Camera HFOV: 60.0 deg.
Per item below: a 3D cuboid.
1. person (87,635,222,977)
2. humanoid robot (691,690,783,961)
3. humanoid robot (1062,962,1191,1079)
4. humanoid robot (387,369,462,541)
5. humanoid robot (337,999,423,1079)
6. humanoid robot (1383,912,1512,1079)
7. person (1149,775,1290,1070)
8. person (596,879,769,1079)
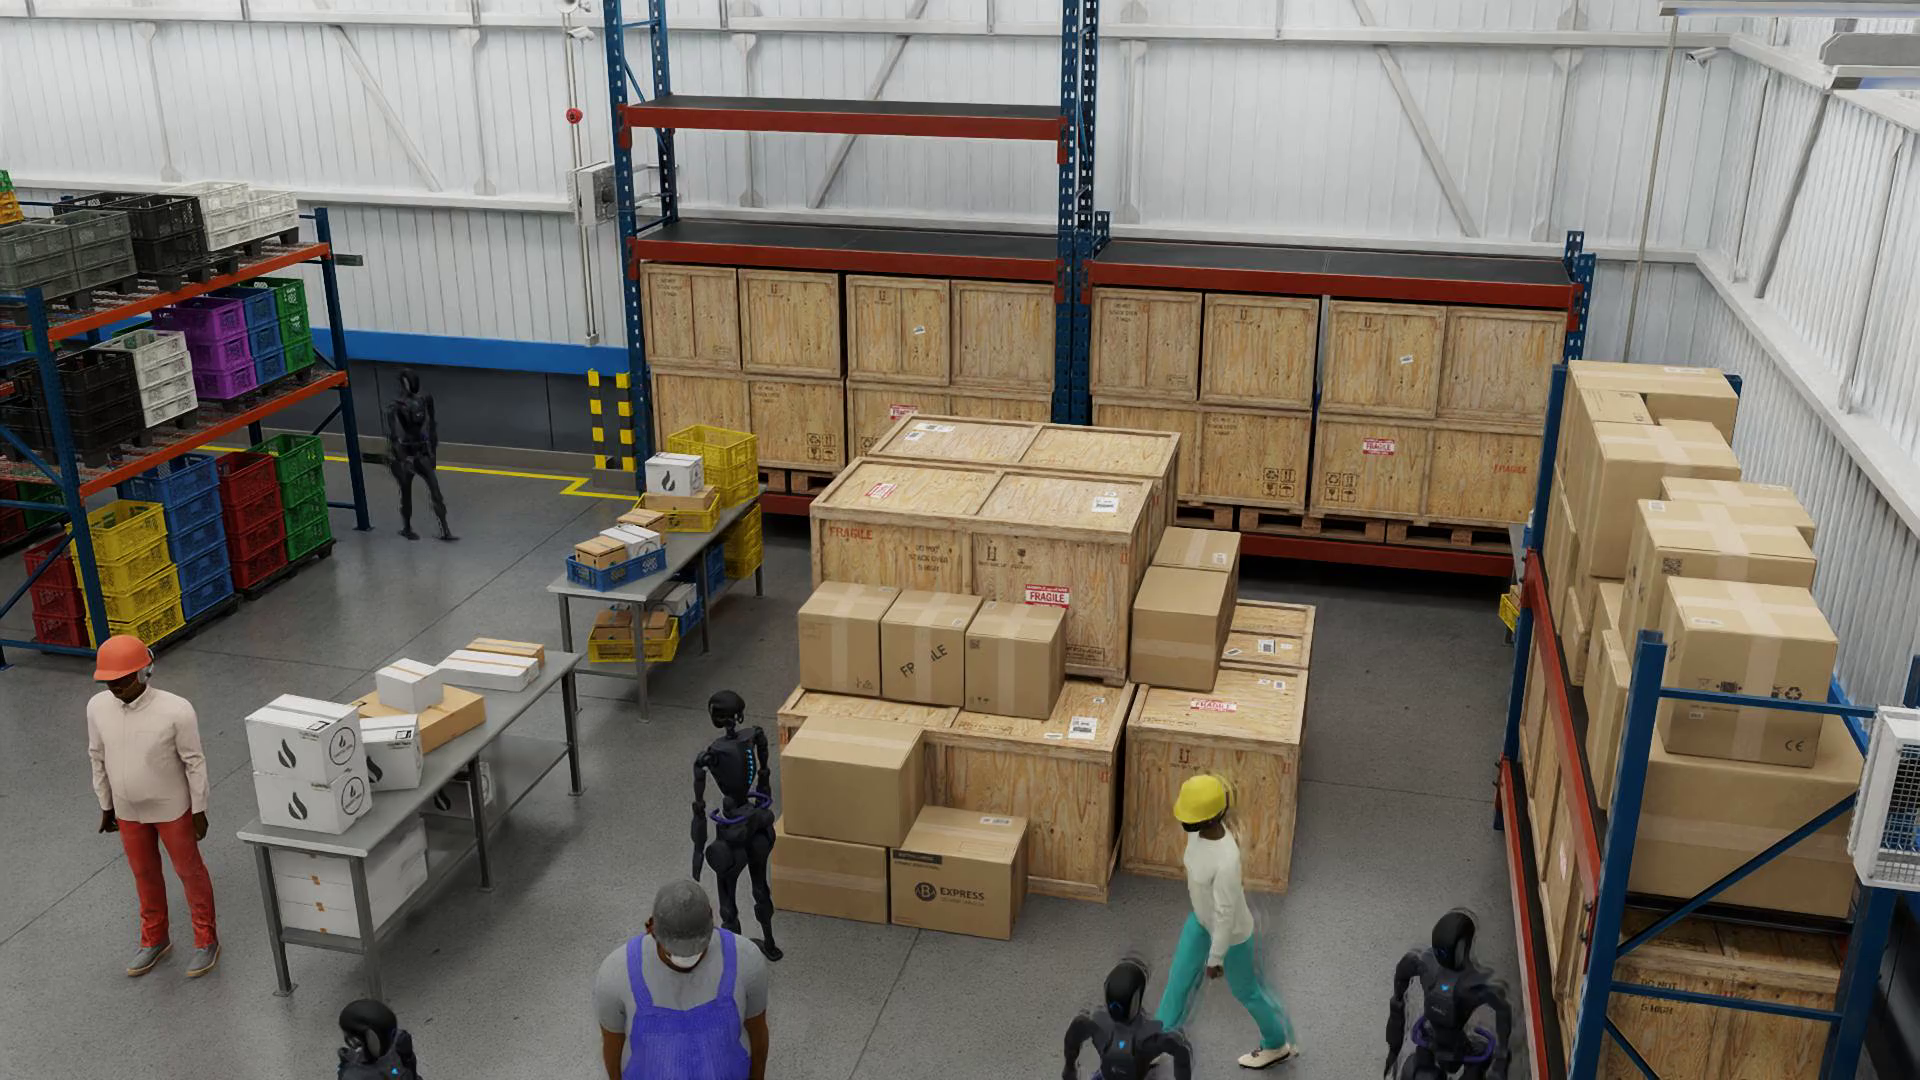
[{"bbox_3d":[-4.325,1.422,8.910,0.610,1.995,0.376,1,21,4],"label":"person"},{"bbox_3d":[-1.198,1.570,8.959,0.307,1.651,0.579,16,26,36],"label":"humanoid robot"},{"bbox_3d":[0.676,2.441,6.739,0.573,1.627,0.748,5,22,14],"label":"humanoid robot"},{"bbox_3d":[-4.918,-0.740,15.045,0.742,1.628,0.563,17,27,37],"label":"humanoid robot"},{"bbox_3d":[-2.238,2.500,6.531,0.319,1.653,0.555,4,21,11],"label":"humanoid robot"},{"bbox_3d":[2.105,2.291,7.165,0.598,1.624,0.821,13,25,31],"label":"humanoid robot"},{"bbox_3d":[1.236,1.876,8.101,0.929,1.706,0.553,-6,22,-15],"label":"person"},{"bbox_3d":[-1.095,2.225,6.745,0.683,2.000,0.535,-5,21,-12],"label":"person"}]
